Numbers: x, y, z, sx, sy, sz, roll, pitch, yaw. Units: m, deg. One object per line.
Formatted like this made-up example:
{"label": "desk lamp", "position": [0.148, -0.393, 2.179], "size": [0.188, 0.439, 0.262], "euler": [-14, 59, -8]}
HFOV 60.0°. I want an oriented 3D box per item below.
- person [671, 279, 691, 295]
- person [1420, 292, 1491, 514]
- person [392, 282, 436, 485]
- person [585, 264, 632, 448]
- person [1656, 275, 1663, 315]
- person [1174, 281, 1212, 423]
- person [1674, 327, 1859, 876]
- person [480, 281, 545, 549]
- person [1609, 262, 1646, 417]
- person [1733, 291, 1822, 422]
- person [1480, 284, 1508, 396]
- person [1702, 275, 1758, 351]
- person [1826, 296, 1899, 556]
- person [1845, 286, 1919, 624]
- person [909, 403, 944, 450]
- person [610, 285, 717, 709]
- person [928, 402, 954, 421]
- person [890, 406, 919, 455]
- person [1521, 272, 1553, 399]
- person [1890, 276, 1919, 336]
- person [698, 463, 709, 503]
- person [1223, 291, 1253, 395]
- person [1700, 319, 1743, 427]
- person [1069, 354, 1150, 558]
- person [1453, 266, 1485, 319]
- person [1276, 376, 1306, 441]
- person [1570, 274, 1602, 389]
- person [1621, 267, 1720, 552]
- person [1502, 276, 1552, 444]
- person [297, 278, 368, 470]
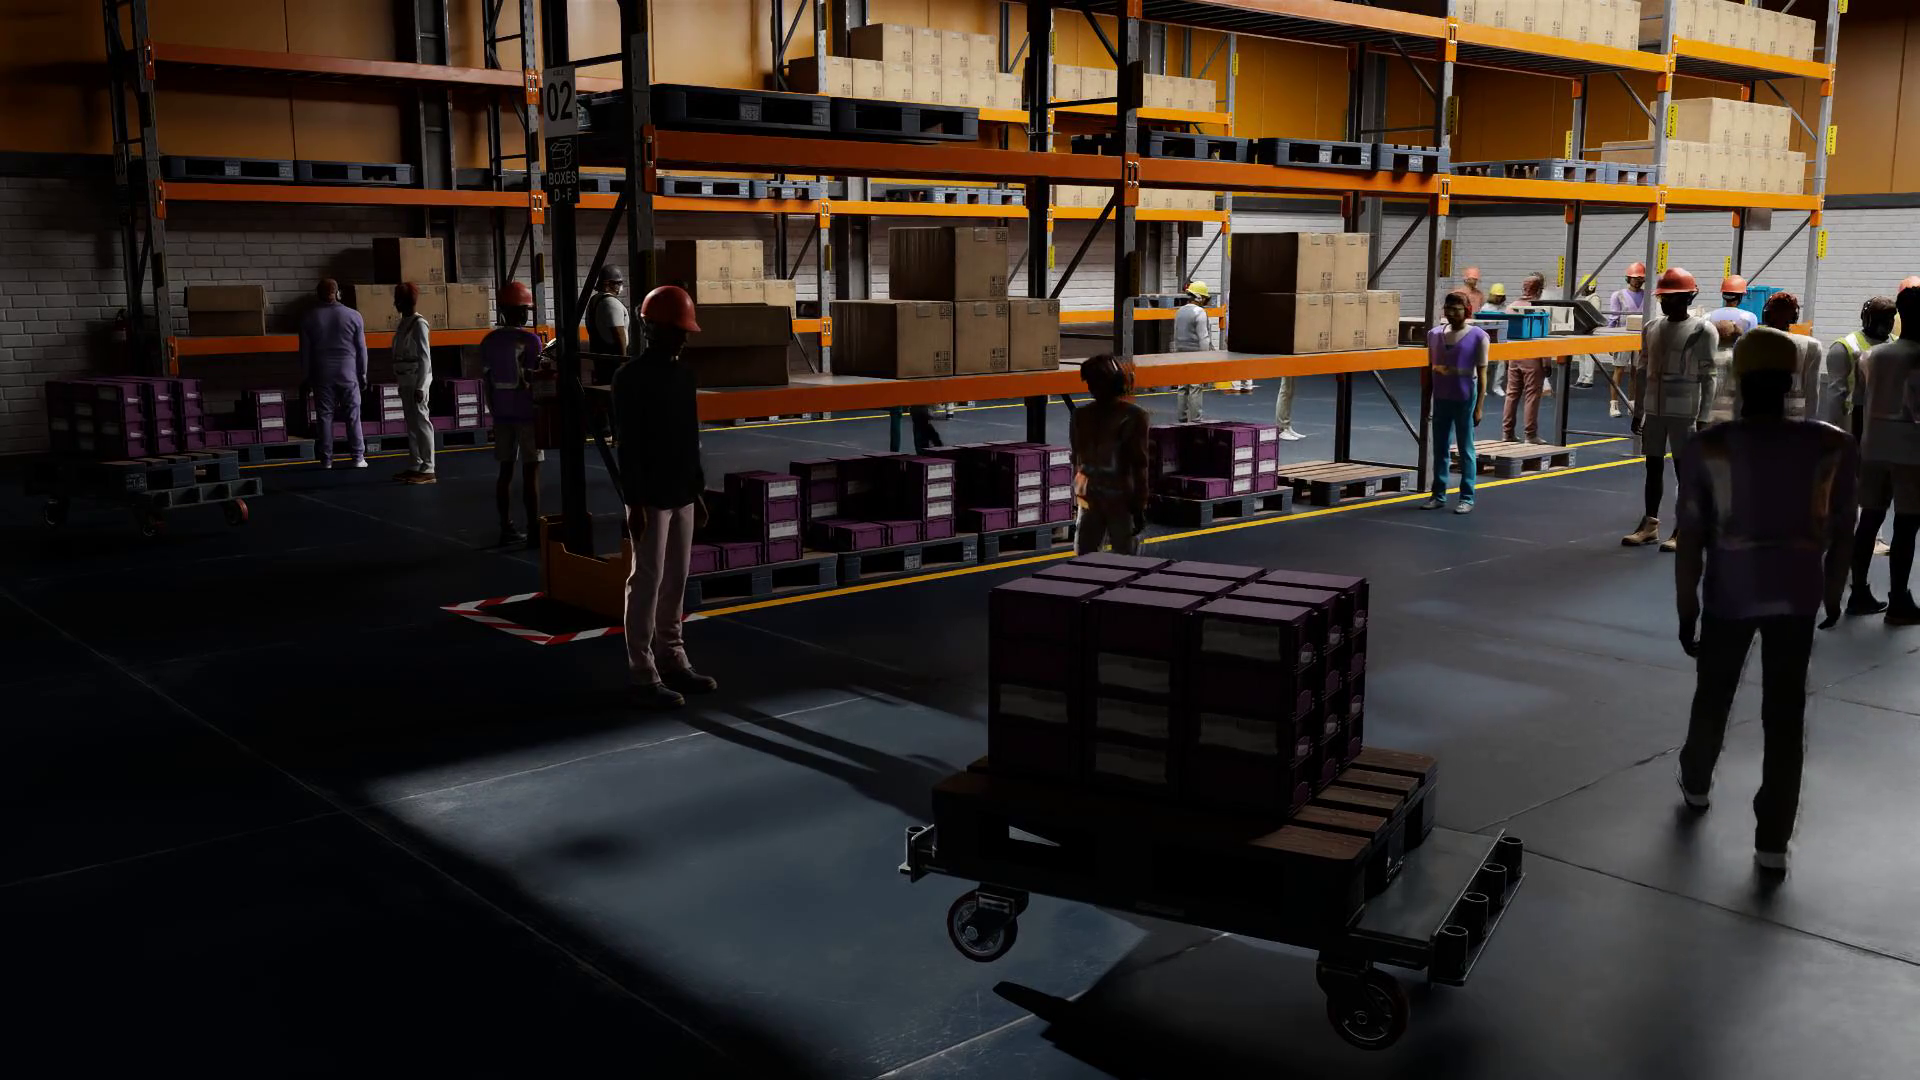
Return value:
{"label": "person", "position": [-2.712, -1.556, 16.047], "size": [0.622, 1.904, 0.492], "euler": [1, 10, 5]}
{"label": "person", "position": [4.117, -1.134, 13.802], "size": [0.388, 1.835, 0.565], "euler": [-8, 13, -39]}
{"label": "person", "position": [-5.123, -1.460, 15.550], "size": [0.355, 1.882, 0.576], "euler": [-7, 12, -37]}
{"label": "person", "position": [-3.842, -2.051, 18.549], "size": [0.539, 2.000, 0.689], "euler": [-7, 12, -37]}
{"label": "person", "position": [9.950, -2.849, 23.782], "size": [0.667, 1.858, 1.009], "euler": [9, 13, 41]}
{"label": "person", "position": [2.833, -2.206, 20.095], "size": [0.403, 1.823, 0.586], "euler": [-5, 11, -27]}
{"label": "person", "position": [2.864, 0.183, 5.971], "size": [0.608, 1.871, 1.006], "euler": [3, 10, 17]}
{"label": "person", "position": [-3.208, -0.903, 12.118], "size": [0.545, 1.942, 0.349], "euler": [4, 11, 25]}
{"label": "person", "position": [8.867, -2.630, 21.930], "size": [0.614, 2.041, 0.389], "euler": [-1, 10, -4]}
{"label": "person", "position": [5.605, -0.764, 11.473], "size": [0.575, 1.882, 0.360], "euler": [0, 10, 3]}
{"label": "person", "position": [8.091, -3.026, 25.235], "size": [0.507, 1.704, 0.560], "euler": [-2, 10, -12]}
{"label": "person", "position": [7.625, -1.655, 16.533], "size": [0.545, 1.938, 0.359], "euler": [8, 12, 39]}
{"label": "person", "position": [6.453, -0.799, 11.803], "size": [0.627, 1.844, 0.429], "euler": [-2, 10, -10]}
{"label": "person", "position": [5.472, -0.500, 9.686], "size": [0.362, 1.963, 0.613], "euler": [-3, 10, -18]}
{"label": "person", "position": [-0.322, -1.489, 16.375], "size": [0.531, 1.657, 0.789], "euler": [9, 13, 43]}
{"label": "person", "position": [-1.399, -0.209, 7.922], "size": [0.392, 1.986, 0.609], "euler": [4, 10, 21]}
{"label": "person", "position": [-0.290, -2.444, 21.463], "size": [0.602, 1.827, 0.404], "euler": [-2, 10, -11]}
{"label": "person", "position": [-0.549, -1.642, 16.975], "size": [0.523, 1.762, 0.328], "euler": [1, 10, 4]}
{"label": "person", "position": [8.618, -3.076, 24.978], "size": [0.643, 1.904, 0.921], "euler": [-7, 12, -36]}
{"label": "person", "position": [8.766, -1.470, 15.445], "size": [0.545, 1.939, 0.354], "euler": [4, 10, 22]}
{"label": "person", "position": [-2.340, -1.021, 13.621], "size": [0.530, 1.665, 0.842], "euler": [3, 10, 19]}
{"label": "person", "position": [4.295, -3.178, 25.473], "size": [0.628, 1.932, 0.361], "euler": [-8, 12, -38]}
{"label": "person", "position": [6.084, -0.949, 13.314], "size": [0.366, 1.627, 0.525], "euler": [-4, 10, -20]}
{"label": "person", "position": [0.827, -0.183, 8.833], "size": [0.522, 1.617, 0.569], "euler": [7, 12, 37]}
{"label": "person", "position": [7.897, -3.252, 25.803], "size": [0.628, 1.972, 0.593], "euler": [-5, 11, -25]}
{"label": "person", "position": [3.856, -2.082, 19.255], "size": [0.335, 1.864, 0.521], "euler": [6, 11, 30]}
{"label": "person", "position": [10.028, -3.331, 26.642], "size": [0.404, 1.836, 0.587], "euler": [0, 10, 3]}
{"label": "person", "position": [5.110, -0.932, 11.991], "size": [0.387, 2.041, 0.615], "euler": [-6, 11, -31]}
{"label": "person", "position": [6.455, -2.031, 18.858], "size": [0.395, 1.900, 0.646], "euler": [-6, 11, -32]}
{"label": "person", "position": [-6.224, -1.643, 16.558], "size": [0.638, 1.907, 0.408], "euler": [-3, 10, -18]}
